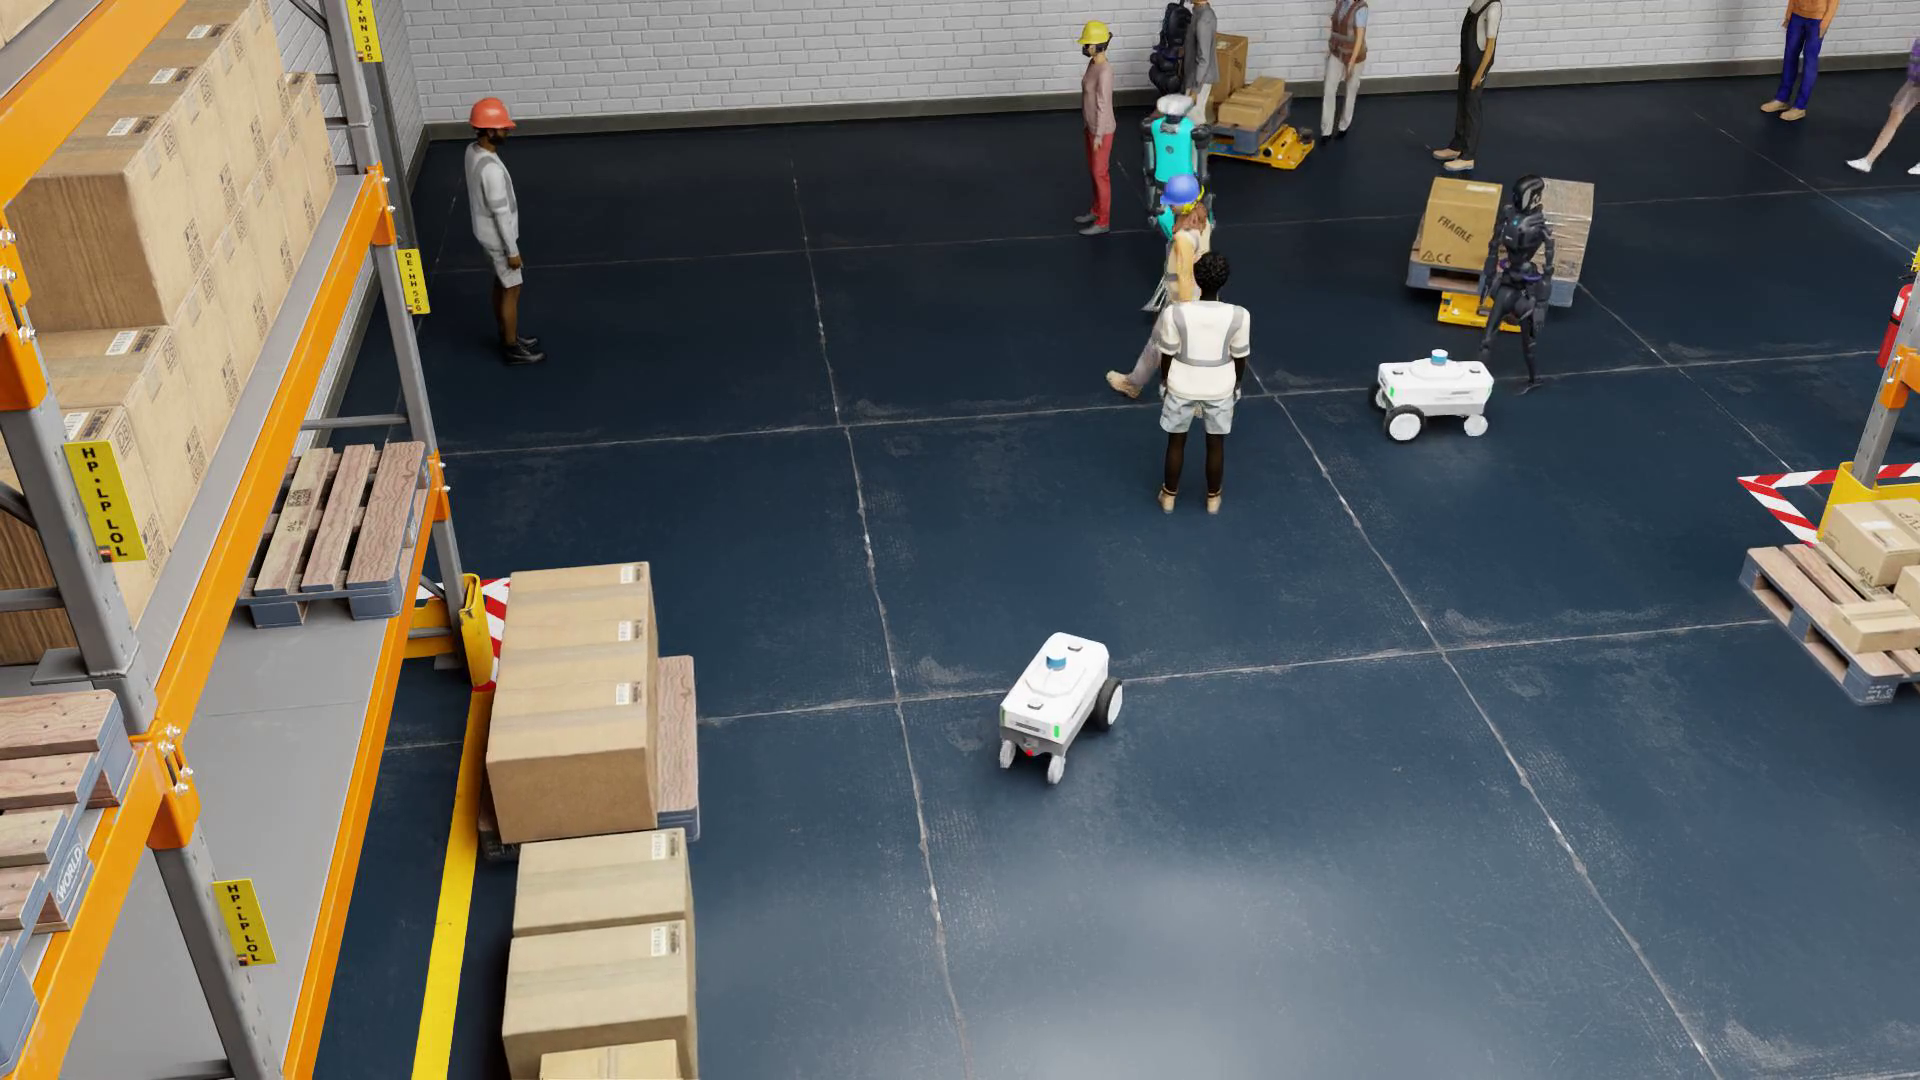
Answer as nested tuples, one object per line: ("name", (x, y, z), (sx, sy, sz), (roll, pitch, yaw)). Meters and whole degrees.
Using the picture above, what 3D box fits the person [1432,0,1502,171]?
("person", (4.596, -4.248, 14.925), (0.346, 1.842, 0.505), (-2, 33, -3))

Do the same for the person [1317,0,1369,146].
("person", (3.555, -4.495, 15.457), (0.426, 1.651, 0.649), (28, 42, 36))

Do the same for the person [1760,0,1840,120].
("person", (8.215, -5.086, 16.095), (0.405, 1.973, 0.516), (-15, 36, -22))

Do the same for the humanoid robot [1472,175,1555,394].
("humanoid robot", (3.745, -1.674, 11.161), (0.765, 1.633, 0.589), (-18, 37, -25))

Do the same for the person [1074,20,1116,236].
("person", (1.103, -3.382, 13.674), (0.336, 1.756, 0.516), (-5, 33, -7))

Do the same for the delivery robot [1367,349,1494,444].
("delivery robot", (3.148, -0.985, 11.093), (0.788, 0.587, 0.499), (-1, 33, -2))

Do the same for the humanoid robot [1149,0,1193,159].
("humanoid robot", (1.895, -4.284, 15.133), (0.422, 1.635, 0.585), (-12, 35, -18))

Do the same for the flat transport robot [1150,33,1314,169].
("flat transport robot", (2.547, -3.776, 15.638), (1.431, 0.231, 0.659), (15, 36, 21))

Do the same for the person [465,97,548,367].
("person", (-3.189, -2.139, 11.618), (0.390, 1.927, 0.548), (-16, 36, -23))

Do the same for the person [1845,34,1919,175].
("person", (8.513, -4.011, 14.730), (0.888, 1.641, 0.515), (-8, 34, -13))

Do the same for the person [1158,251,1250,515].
("person", (1.442, -0.915, 9.954), (0.533, 1.691, 0.319), (2, 33, 3))

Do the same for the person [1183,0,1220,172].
("person", (2.076, -3.994, 14.482), (0.378, 1.897, 0.545), (5, 33, 7))

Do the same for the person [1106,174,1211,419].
("person", (1.445, -1.625, 11.002), (0.921, 1.714, 0.509), (20, 38, 27))

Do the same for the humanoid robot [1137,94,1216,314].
("humanoid robot", (1.667, -2.511, 12.377), (0.553, 1.741, 0.997), (17, 37, 24))

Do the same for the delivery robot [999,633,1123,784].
("delivery robot", (0.477, 0.803, 8.354), (0.499, 0.587, 0.777), (15, 36, 21))

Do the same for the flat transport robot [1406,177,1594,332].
("flat transport robot", (4.125, -2.013, 12.937), (0.659, 0.231, 1.431), (11, 35, 16))
